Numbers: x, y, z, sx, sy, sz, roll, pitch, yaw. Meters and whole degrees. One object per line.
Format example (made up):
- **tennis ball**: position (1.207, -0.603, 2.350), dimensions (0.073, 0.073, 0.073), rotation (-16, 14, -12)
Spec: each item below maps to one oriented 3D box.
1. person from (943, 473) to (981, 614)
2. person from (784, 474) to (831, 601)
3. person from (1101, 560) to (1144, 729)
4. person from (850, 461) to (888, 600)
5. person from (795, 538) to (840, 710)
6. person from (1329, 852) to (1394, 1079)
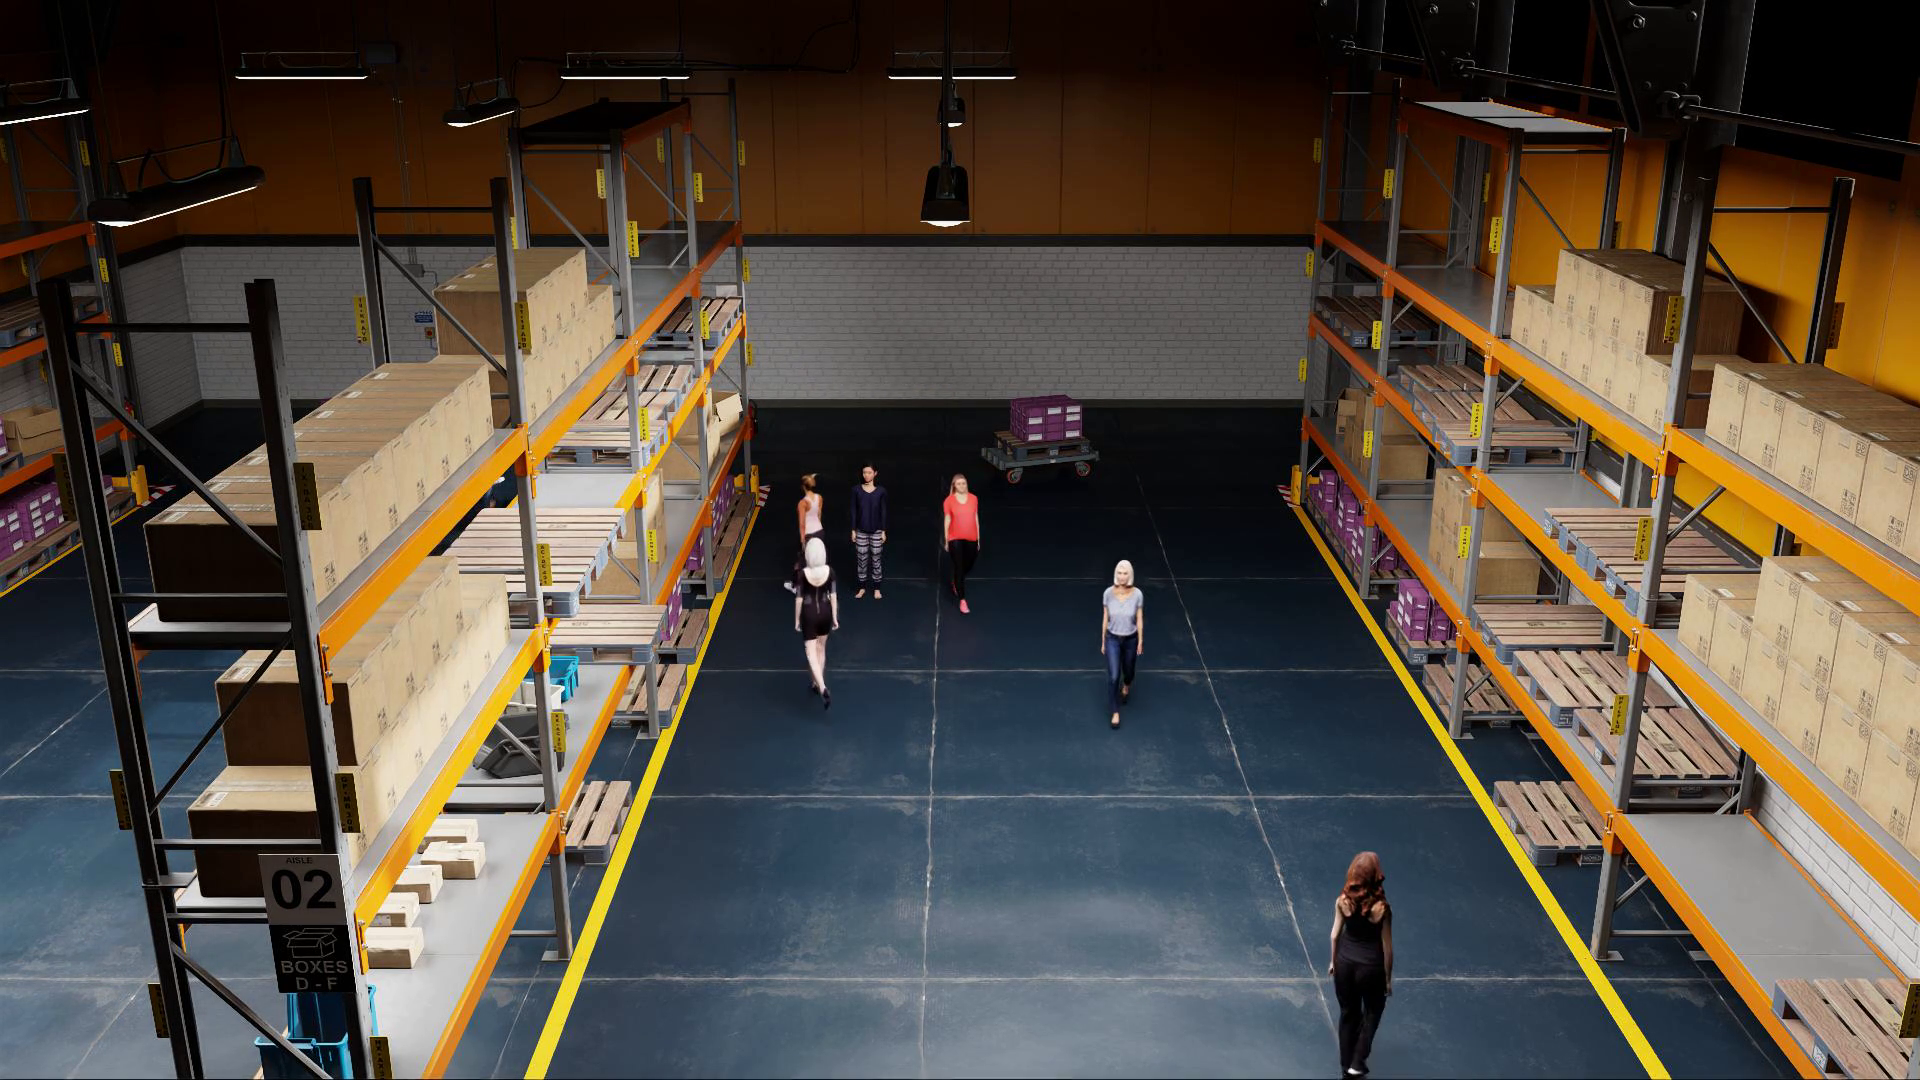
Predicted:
- **person**: position (0.007, 0.003, 20.096), dimensions (0.824, 1.667, 1.133), rotation (-6, 19, -17)
- **person**: position (-1.741, -0.010, 20.223), dimensions (1.002, 1.610, 1.099), rotation (-16, 24, -39)
- **person**: position (1.661, 1.011, 17.046), dimensions (0.659, 1.702, 1.036), rotation (2, 19, 7)
- **person**: position (-1.113, -0.135, 20.399), dimensions (0.605, 1.735, 0.517), rotation (1, 19, 2)
- **person**: position (-1.465, 0.884, 17.258), dimensions (0.884, 1.809, 1.171), rotation (-7, 20, -21)
- **person**: position (2.681, 2.946, 11.241), dimensions (0.732, 1.740, 0.777), rotation (9, 21, 25)
